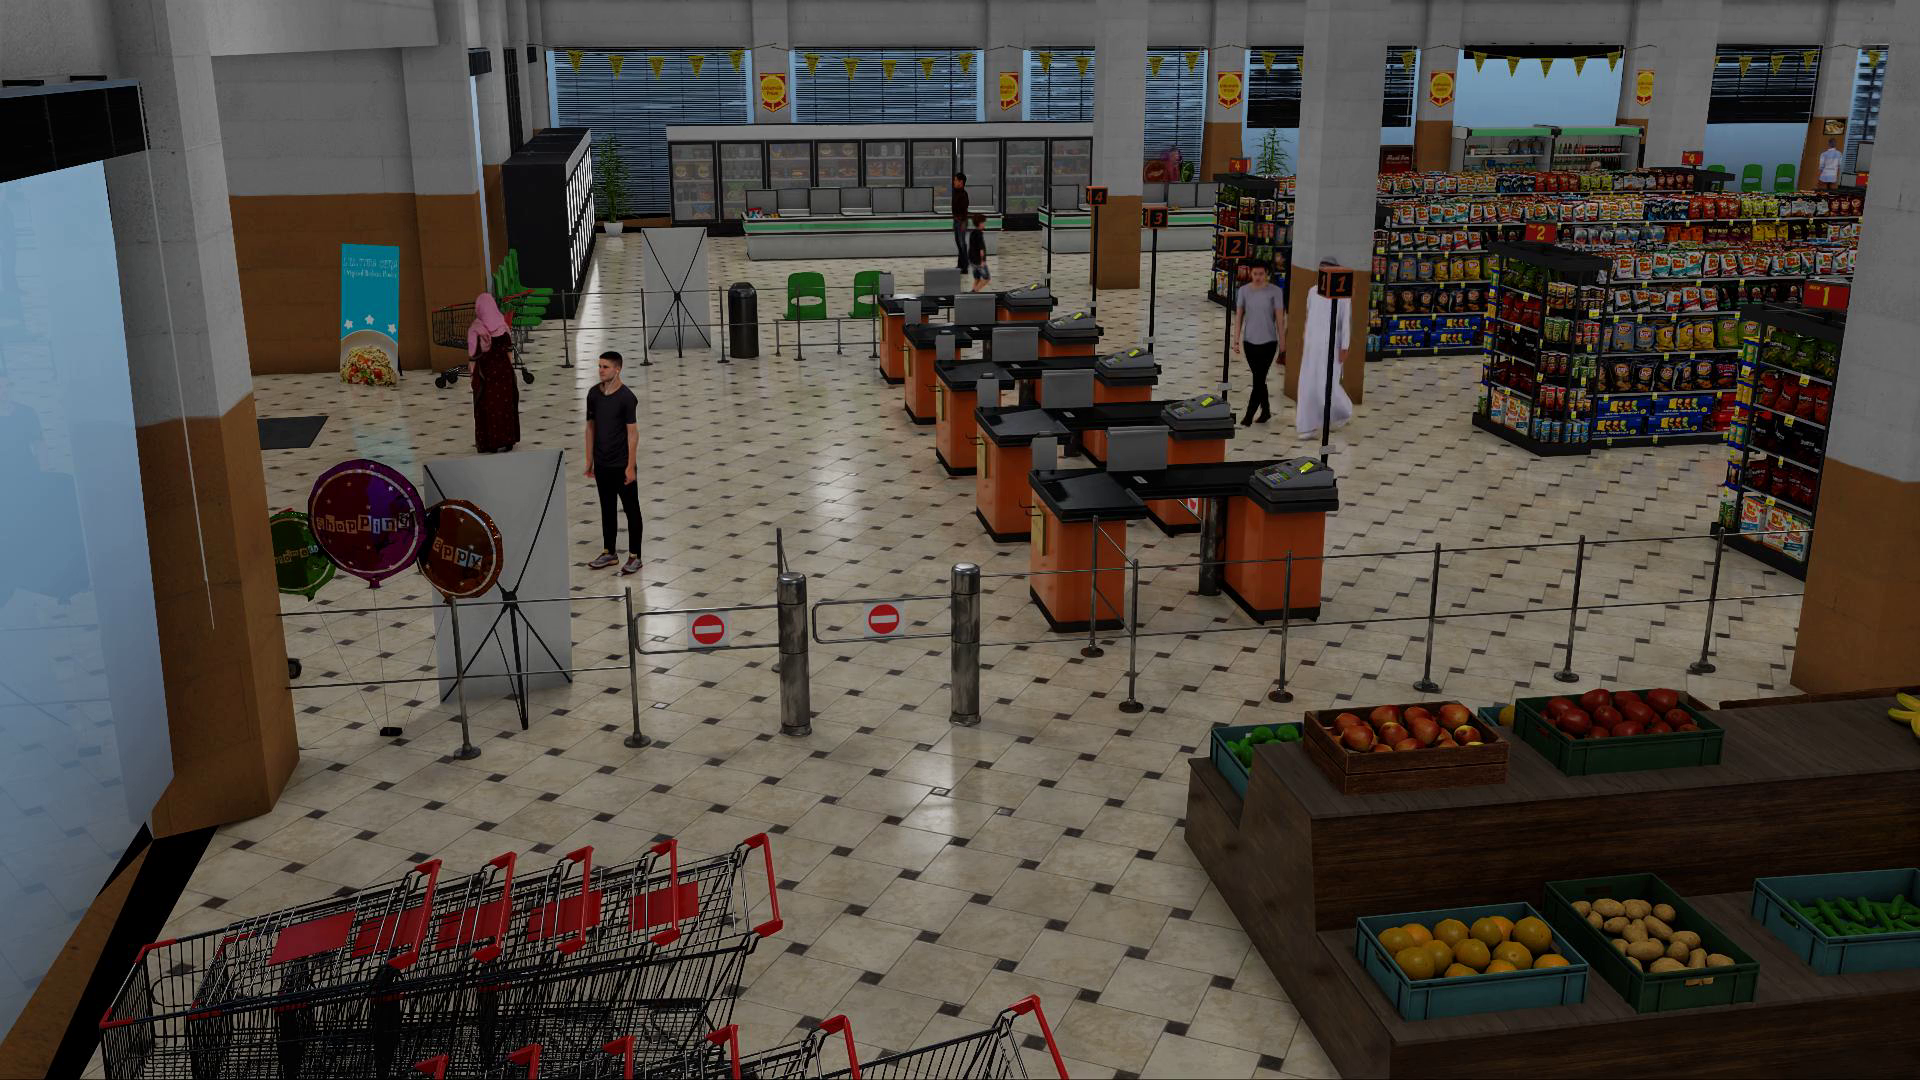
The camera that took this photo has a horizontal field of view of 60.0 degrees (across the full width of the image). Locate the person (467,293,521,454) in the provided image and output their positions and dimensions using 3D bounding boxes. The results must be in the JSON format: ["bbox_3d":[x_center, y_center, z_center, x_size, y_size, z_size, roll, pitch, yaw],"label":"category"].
[{"bbox_3d":[-4.773,-1.711,16.985,0.696,1.638,0.816,-12,21,-34],"label":"person"}]

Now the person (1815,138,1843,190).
[{"bbox_3d":[20.311,-8.470,38.921,0.526,1.825,0.771,-1,17,-3],"label":"person"}]

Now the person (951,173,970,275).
[{"bbox_3d":[0.013,-5.673,29.785,0.570,1.781,0.684,-6,18,-18],"label":"person"}]

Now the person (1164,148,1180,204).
[{"bbox_3d":[4.416,-7.464,35.667,1.310,1.790,1.024,4,17,13],"label":"person"}]

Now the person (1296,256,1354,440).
[{"bbox_3d":[3.891,-2.036,17.589,1.055,1.908,1.148,14,22,38],"label":"person"}]

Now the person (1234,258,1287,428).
[{"bbox_3d":[3.300,-2.142,18.089,1.136,1.821,1.180,10,19,29],"label":"person"}]

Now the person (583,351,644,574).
[{"bbox_3d":[-2.732,-0.625,13.188,0.680,1.764,0.778,8,18,24],"label":"person"}]

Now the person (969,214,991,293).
[{"bbox_3d":[0.242,-4.399,26.174,0.656,1.442,0.606,-6,18,-20],"label":"person"}]
